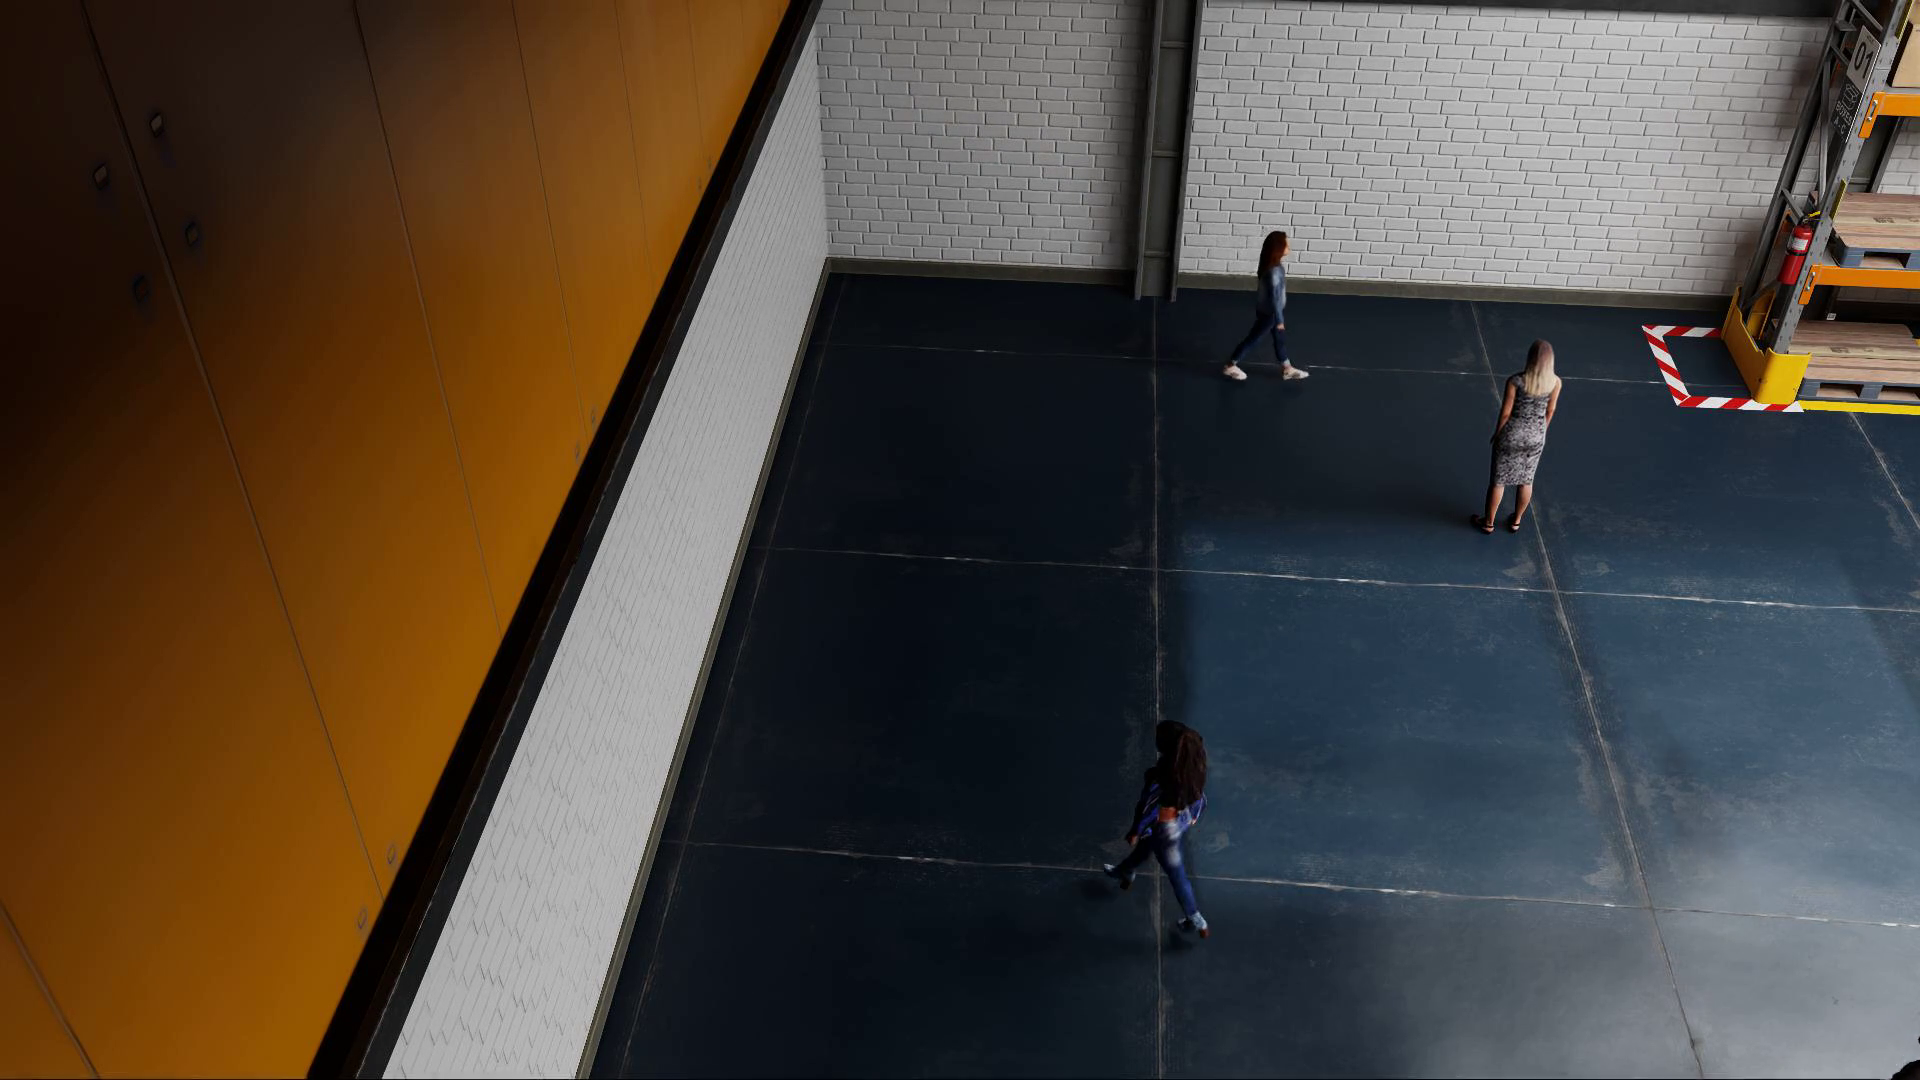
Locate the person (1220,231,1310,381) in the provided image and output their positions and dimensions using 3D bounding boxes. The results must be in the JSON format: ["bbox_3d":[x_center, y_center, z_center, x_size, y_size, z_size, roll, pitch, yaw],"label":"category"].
[{"bbox_3d":[2.582,-1.973,14.305,0.996,1.445,0.608,5,39,6],"label":"person"}]

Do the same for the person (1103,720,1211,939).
[{"bbox_3d":[1.255,1.700,9.597,1.122,1.580,0.982,28,46,30],"label":"person"}]

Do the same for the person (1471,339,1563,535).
[{"bbox_3d":[4.236,-0.763,12.581,0.458,1.706,0.640,0,39,-1],"label":"person"}]
